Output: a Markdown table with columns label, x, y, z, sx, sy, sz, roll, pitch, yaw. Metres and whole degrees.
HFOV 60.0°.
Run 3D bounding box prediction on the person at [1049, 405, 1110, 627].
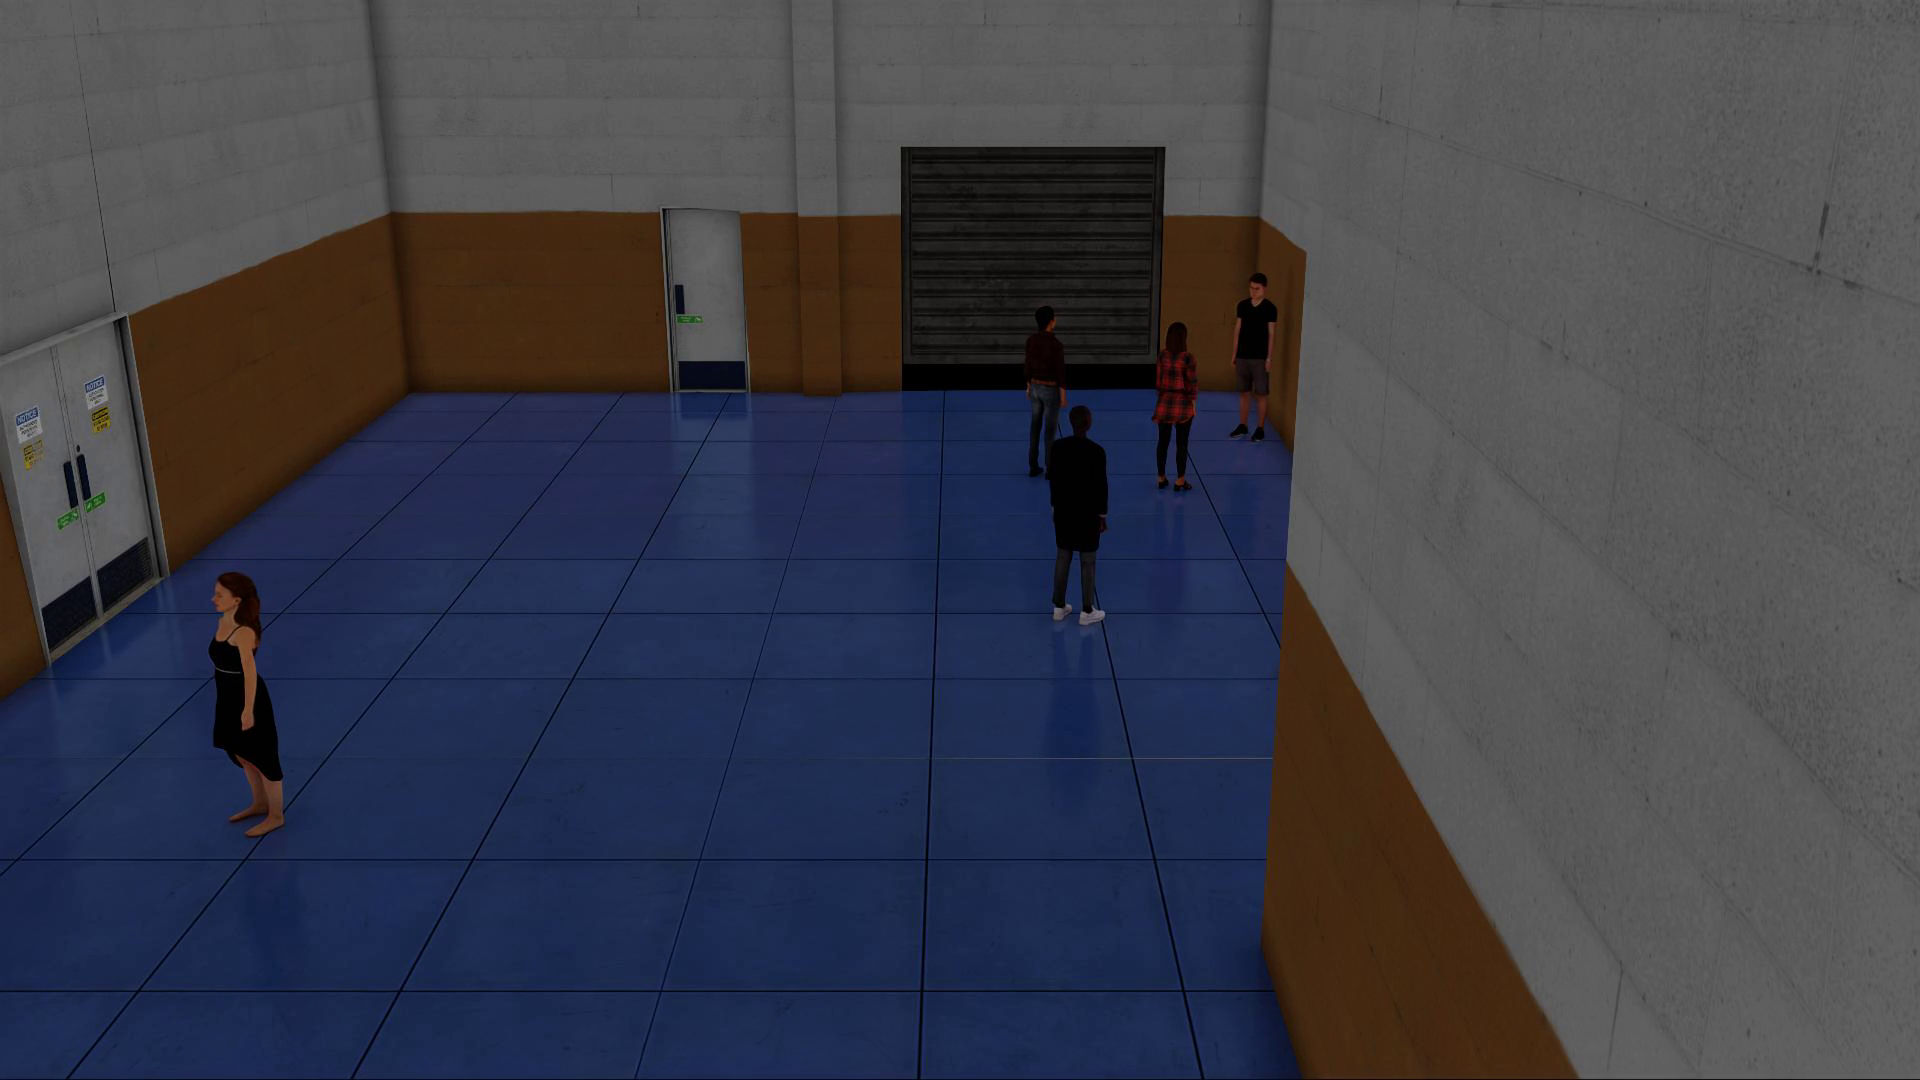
| label | x | y | z | sx | sy | sz | roll | pitch | yaw |
| --- | --- | --- | --- | --- | --- | --- | --- | --- | --- |
| person | 0.919 | -0.205 | 13.138 | 0.673 | 1.761 | 0.792 | 11 | 21 | 29 |

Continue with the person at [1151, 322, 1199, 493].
| label | x | y | z | sx | sy | sz | roll | pitch | yaw |
| --- | --- | --- | --- | --- | --- | --- | --- | --- | --- |
| person | 2.143 | -1.333 | 16.572 | 0.668 | 1.704 | 0.758 | 13 | 22 | 33 |

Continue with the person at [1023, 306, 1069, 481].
| label | x | y | z | sx | sy | sz | roll | pitch | yaw |
| --- | --- | --- | --- | --- | --- | --- | --- | --- | --- |
| person | 0.862 | -1.505 | 16.961 | 0.683 | 1.782 | 0.774 | 14 | 23 | 36 |

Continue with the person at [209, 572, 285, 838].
| label | x | y | z | sx | sy | sz | roll | pitch | yaw |
| --- | --- | --- | --- | --- | --- | --- | --- | --- | --- |
| person | -4.246 | 0.960 | 9.897 | 0.731 | 1.625 | 0.675 | -16 | 24 | -39 |

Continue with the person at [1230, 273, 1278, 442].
| label | x | y | z | sx | sy | sz | roll | pitch | yaw |
| --- | --- | --- | --- | --- | --- | --- | --- | --- | --- |
| person | 3.274 | -2.045 | 18.439 | 0.736 | 1.862 | 0.817 | 15 | 24 | 37 |
